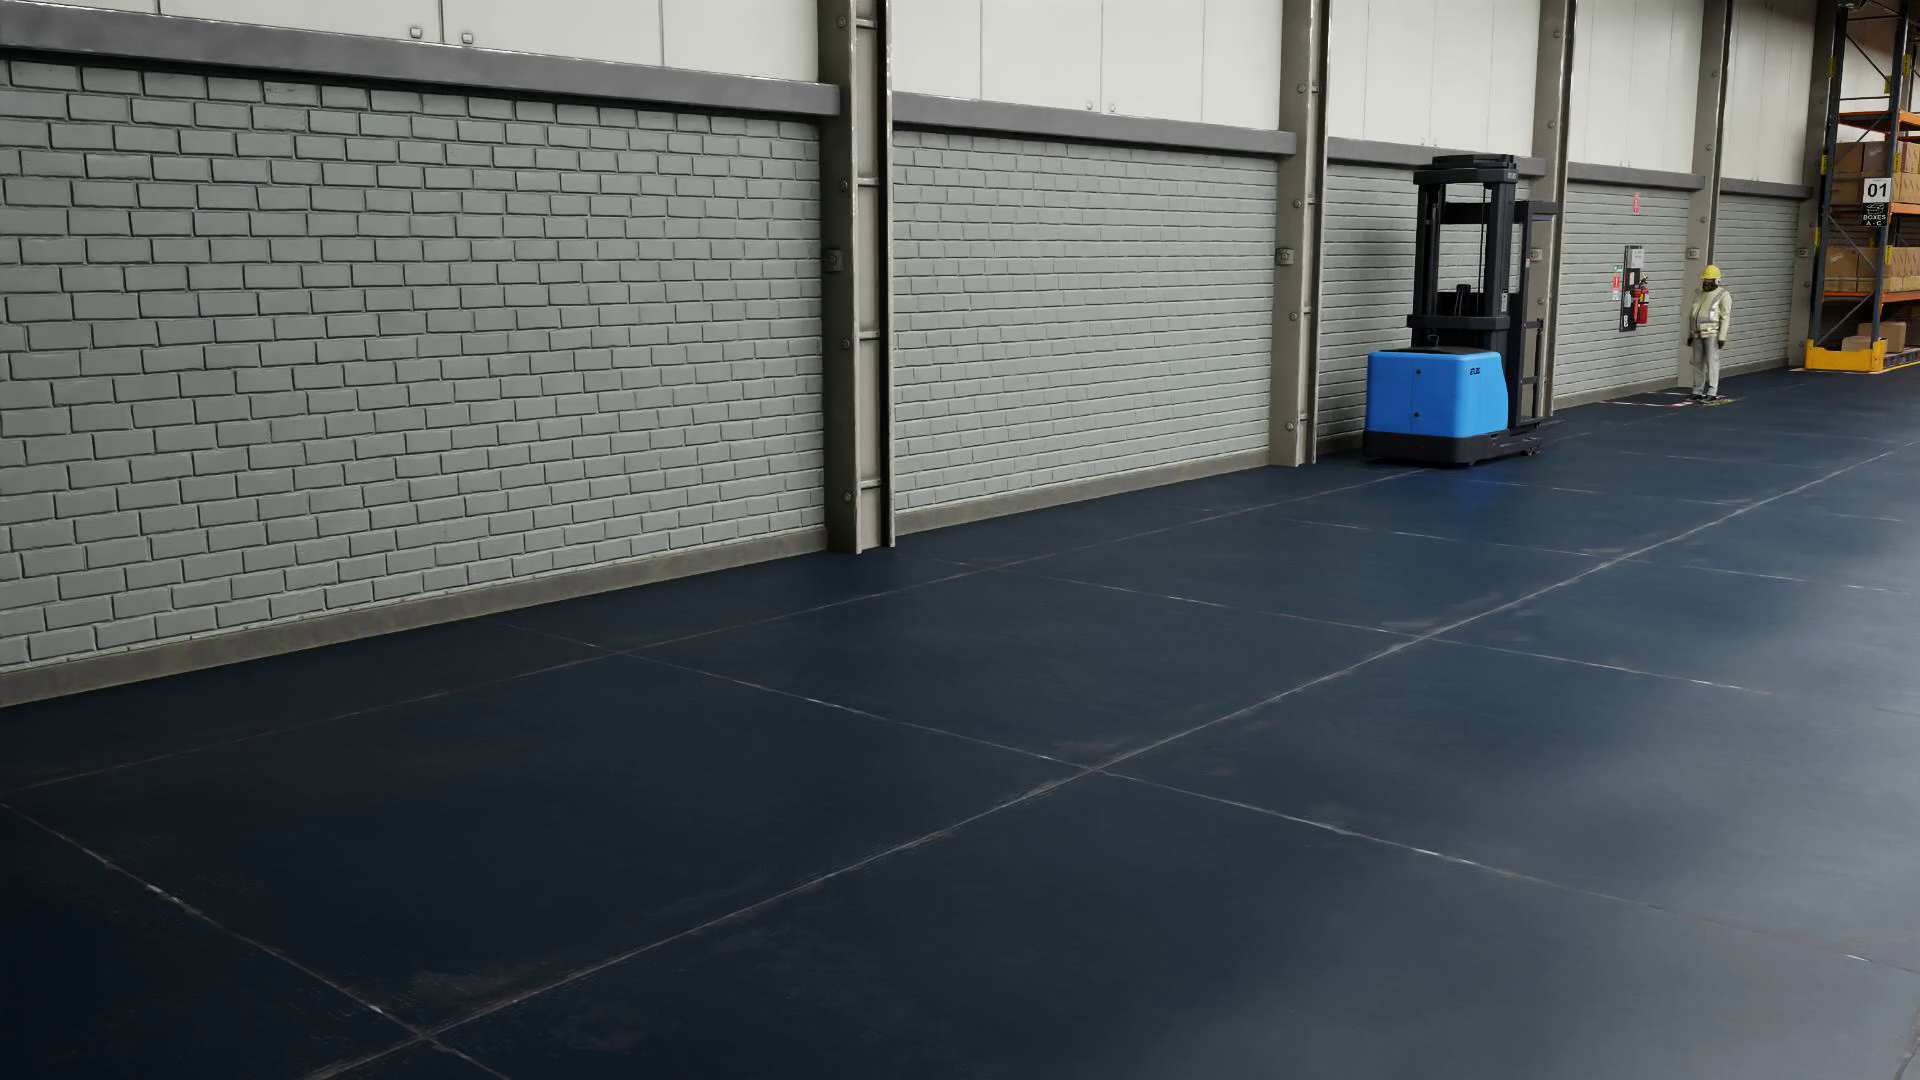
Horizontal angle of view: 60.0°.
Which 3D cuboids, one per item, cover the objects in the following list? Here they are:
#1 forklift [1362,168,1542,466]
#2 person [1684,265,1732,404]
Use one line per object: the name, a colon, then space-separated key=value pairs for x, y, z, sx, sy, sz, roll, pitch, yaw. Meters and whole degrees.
forklift: x=4.875 y=-2.212 z=16.287 sx=1.129 sy=2.768 sz=1.873 roll=8 pitch=13 yaw=40
person: x=9.975 y=-2.744 z=22.200 sx=0.403 sy=1.829 sz=0.602 roll=-4 pitch=11 yaw=-21
